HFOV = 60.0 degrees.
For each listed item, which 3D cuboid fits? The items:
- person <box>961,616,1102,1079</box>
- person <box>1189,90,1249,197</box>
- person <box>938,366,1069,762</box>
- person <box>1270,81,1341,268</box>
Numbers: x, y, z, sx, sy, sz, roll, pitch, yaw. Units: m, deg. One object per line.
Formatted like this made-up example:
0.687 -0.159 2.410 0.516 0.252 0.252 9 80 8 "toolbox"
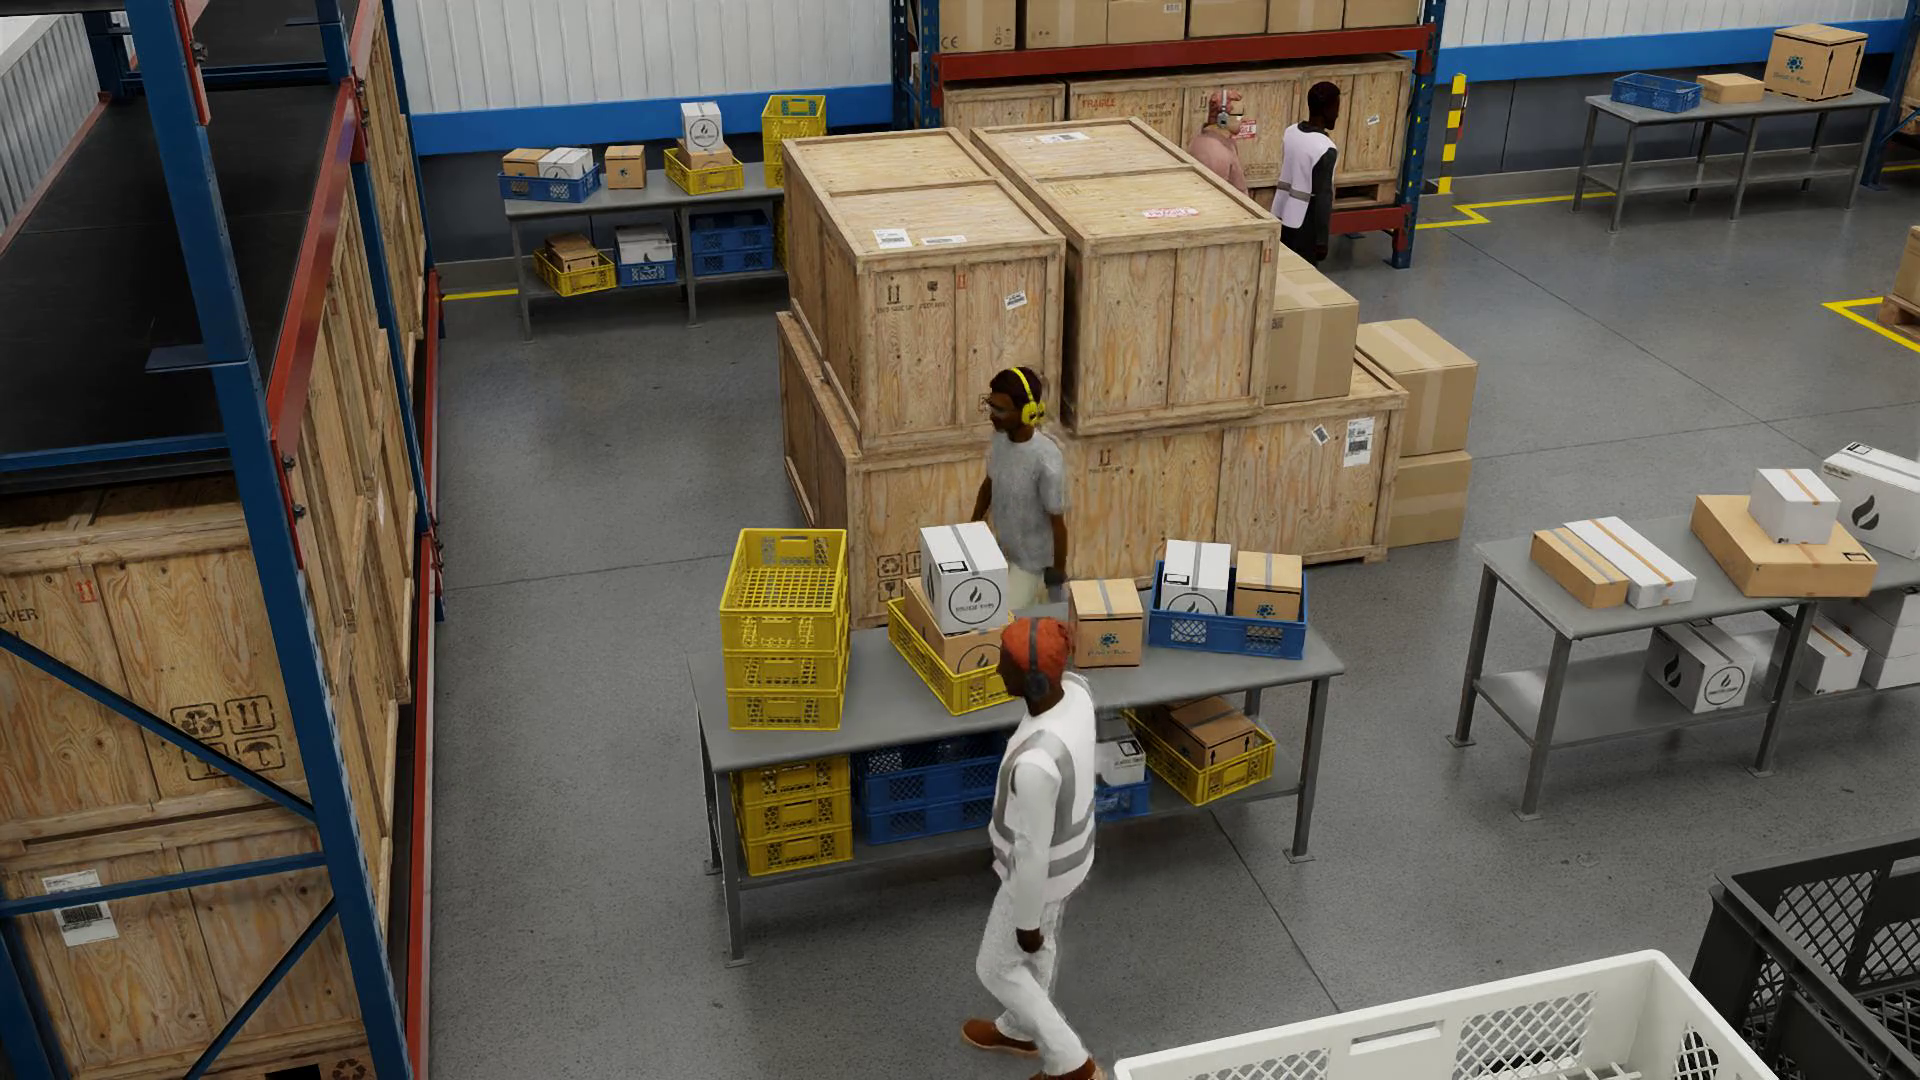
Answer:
0.237 1.060 5.512 0.490 1.881 0.586 10 30 17 "person"
1.715 -2.056 11.138 0.408 1.905 0.654 -1 29 -1 "person"
0.148 0.112 7.276 0.870 1.835 0.522 -12 31 -21 "person"
2.323 -2.149 11.308 0.389 1.911 0.591 -9 30 -15 "person"
